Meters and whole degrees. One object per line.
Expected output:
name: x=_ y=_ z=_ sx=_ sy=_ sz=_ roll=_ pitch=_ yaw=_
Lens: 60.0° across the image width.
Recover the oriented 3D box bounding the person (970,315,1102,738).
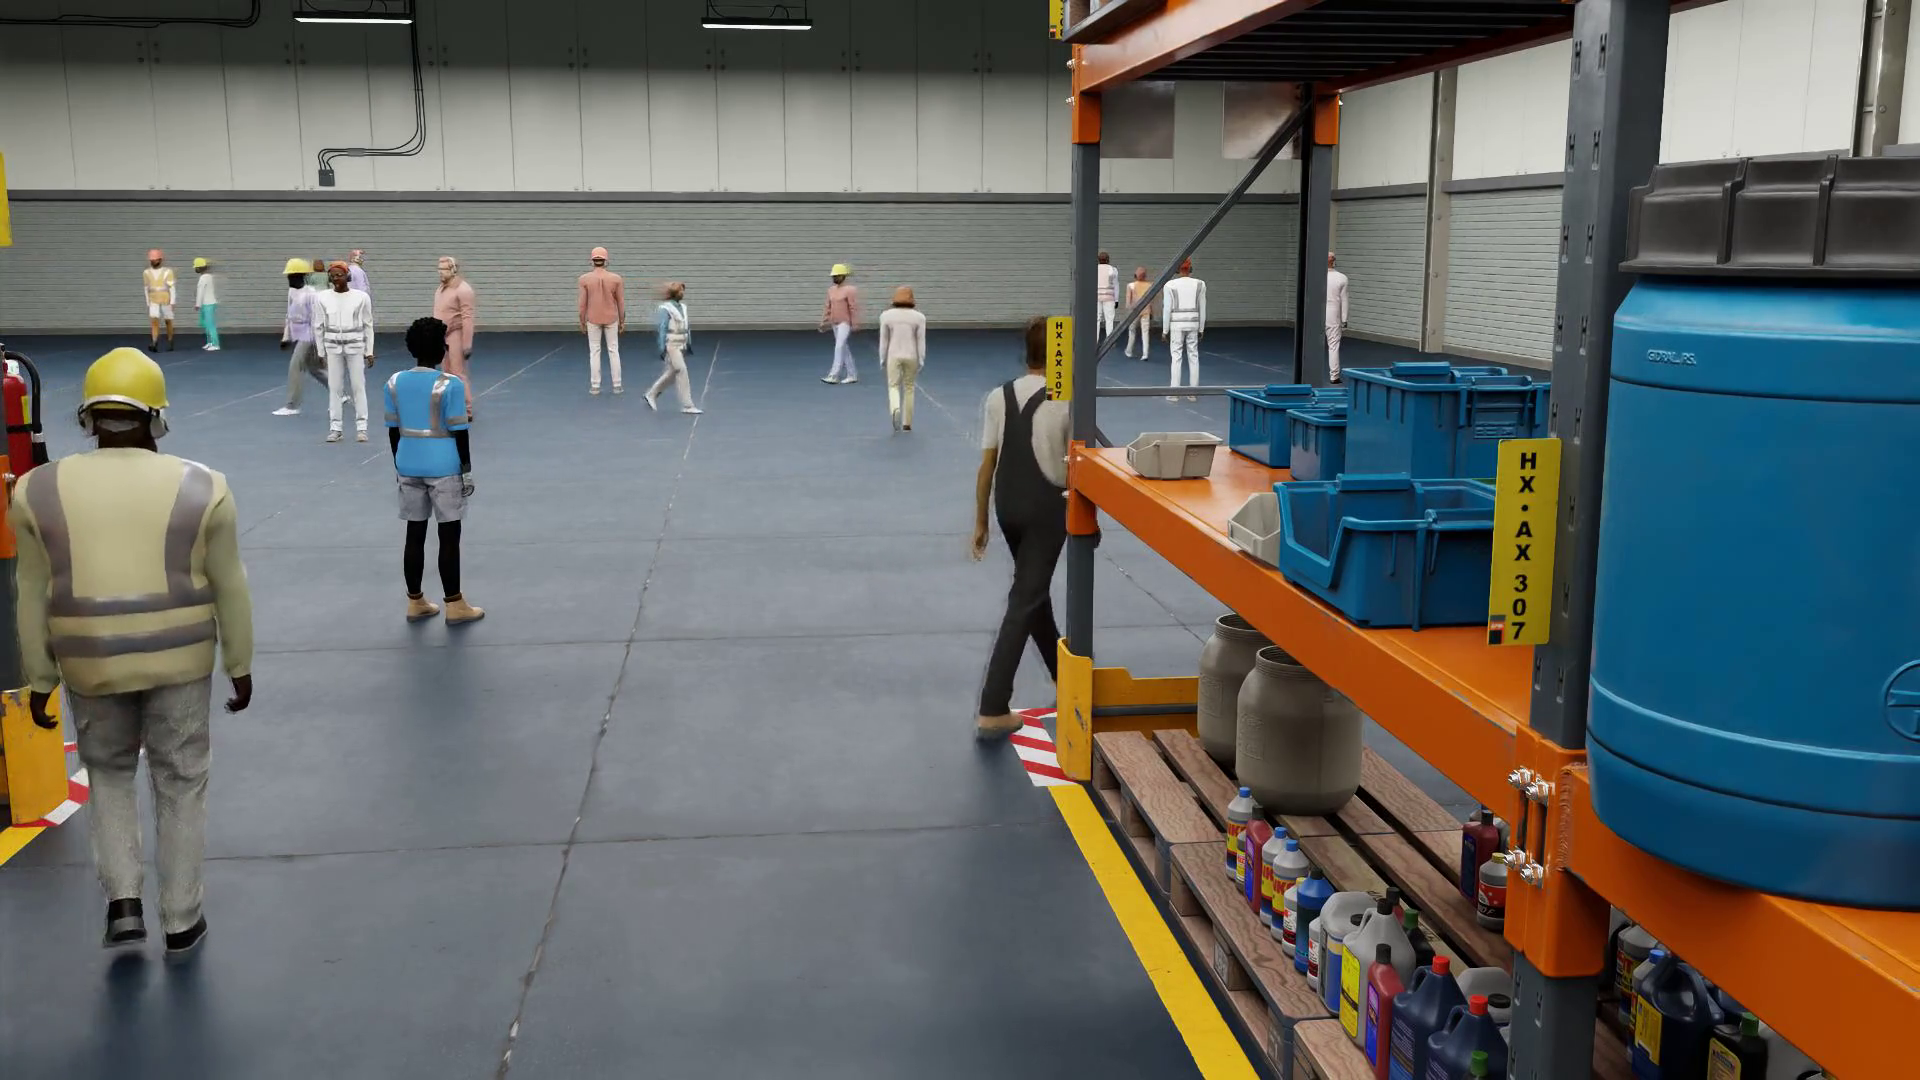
person: x=0.371 y=-0.080 z=7.288 sx=0.503 sy=1.783 sz=1.003 roll=9 pitch=13 yaw=39

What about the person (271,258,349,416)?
person: x=-7.896 y=-2.465 z=20.131 sx=0.970 sy=1.886 sz=0.588 roll=-9 pitch=14 yaw=-40

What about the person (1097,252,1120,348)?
person: x=2.764 y=-4.617 z=32.024 sx=0.627 sy=1.846 sz=0.429 roll=3 pitch=11 yaw=15

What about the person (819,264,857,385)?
person: x=-1.802 y=-3.107 z=24.068 sx=0.864 sy=1.731 sz=0.533 roll=-10 pitch=14 yaw=-43

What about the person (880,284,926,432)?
person: x=-0.622 y=-1.959 z=18.054 sx=0.513 sy=1.616 sz=0.586 roll=0 pitch=10 yaw=-1

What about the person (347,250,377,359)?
person: x=-10.567 y=-4.137 z=29.236 sx=0.638 sy=1.902 sz=0.407 roll=10 pitch=14 yaw=43

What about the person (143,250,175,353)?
person: x=-14.778 y=-4.399 z=30.706 sx=0.562 sy=1.885 sz=0.984 roll=-2 pitch=10 yaw=-10

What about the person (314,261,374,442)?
person: x=-6.415 y=-1.961 z=17.356 sx=0.576 sy=1.881 sz=0.352 roll=-2 pitch=10 yaw=-9

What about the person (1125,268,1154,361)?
person: x=3.104 y=-3.914 z=28.838 sx=0.536 sy=1.589 sz=0.885 roll=-2 pitch=11 yaw=-11

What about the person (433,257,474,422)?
person: x=-5.855 y=-2.302 z=19.166 sx=0.653 sy=1.908 sz=0.408 roll=10 pitch=14 yaw=43

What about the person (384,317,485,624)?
person: x=-2.913 y=-0.379 z=9.195 sx=0.541 sy=1.695 sz=0.316 roll=4 pitch=11 yaw=22

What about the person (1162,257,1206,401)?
person: x=2.907 y=-2.741 z=21.624 sx=0.574 sy=1.887 sz=0.355 roll=-2 pitch=10 yaw=-9

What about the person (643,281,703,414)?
person: x=-3.512 y=-2.337 z=20.152 sx=0.776 sy=1.608 sz=0.520 roll=3 pitch=11 yaw=16

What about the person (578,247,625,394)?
person: x=-4.877 y=-2.983 z=22.659 sx=0.621 sy=1.990 sz=0.396 roll=-3 pitch=11 yaw=-17

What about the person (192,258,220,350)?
person: x=-14.195 y=-4.417 z=31.227 sx=0.506 sy=1.739 sz=0.520 roll=-3 pitch=11 yaw=-14

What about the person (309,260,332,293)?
person: x=-13.810 y=-5.231 z=35.957 sx=0.499 sy=1.636 sz=0.286 roll=-9 pitch=14 yaw=-41

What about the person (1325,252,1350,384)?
person: x=5.341 y=-3.224 z=24.213 sx=0.649 sy=1.907 sz=0.409 roll=4 pitch=11 yaw=21

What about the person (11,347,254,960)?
person: x=-2.392 y=0.349 z=4.878 sx=0.615 sy=1.814 sz=0.434 roll=-3 pitch=11 yaw=-18

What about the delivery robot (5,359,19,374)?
delivery robot: x=-13.023 y=-2.303 z=22.613 sx=0.477 sy=0.478 sz=0.707 roll=-5 pitch=11 yaw=-24
